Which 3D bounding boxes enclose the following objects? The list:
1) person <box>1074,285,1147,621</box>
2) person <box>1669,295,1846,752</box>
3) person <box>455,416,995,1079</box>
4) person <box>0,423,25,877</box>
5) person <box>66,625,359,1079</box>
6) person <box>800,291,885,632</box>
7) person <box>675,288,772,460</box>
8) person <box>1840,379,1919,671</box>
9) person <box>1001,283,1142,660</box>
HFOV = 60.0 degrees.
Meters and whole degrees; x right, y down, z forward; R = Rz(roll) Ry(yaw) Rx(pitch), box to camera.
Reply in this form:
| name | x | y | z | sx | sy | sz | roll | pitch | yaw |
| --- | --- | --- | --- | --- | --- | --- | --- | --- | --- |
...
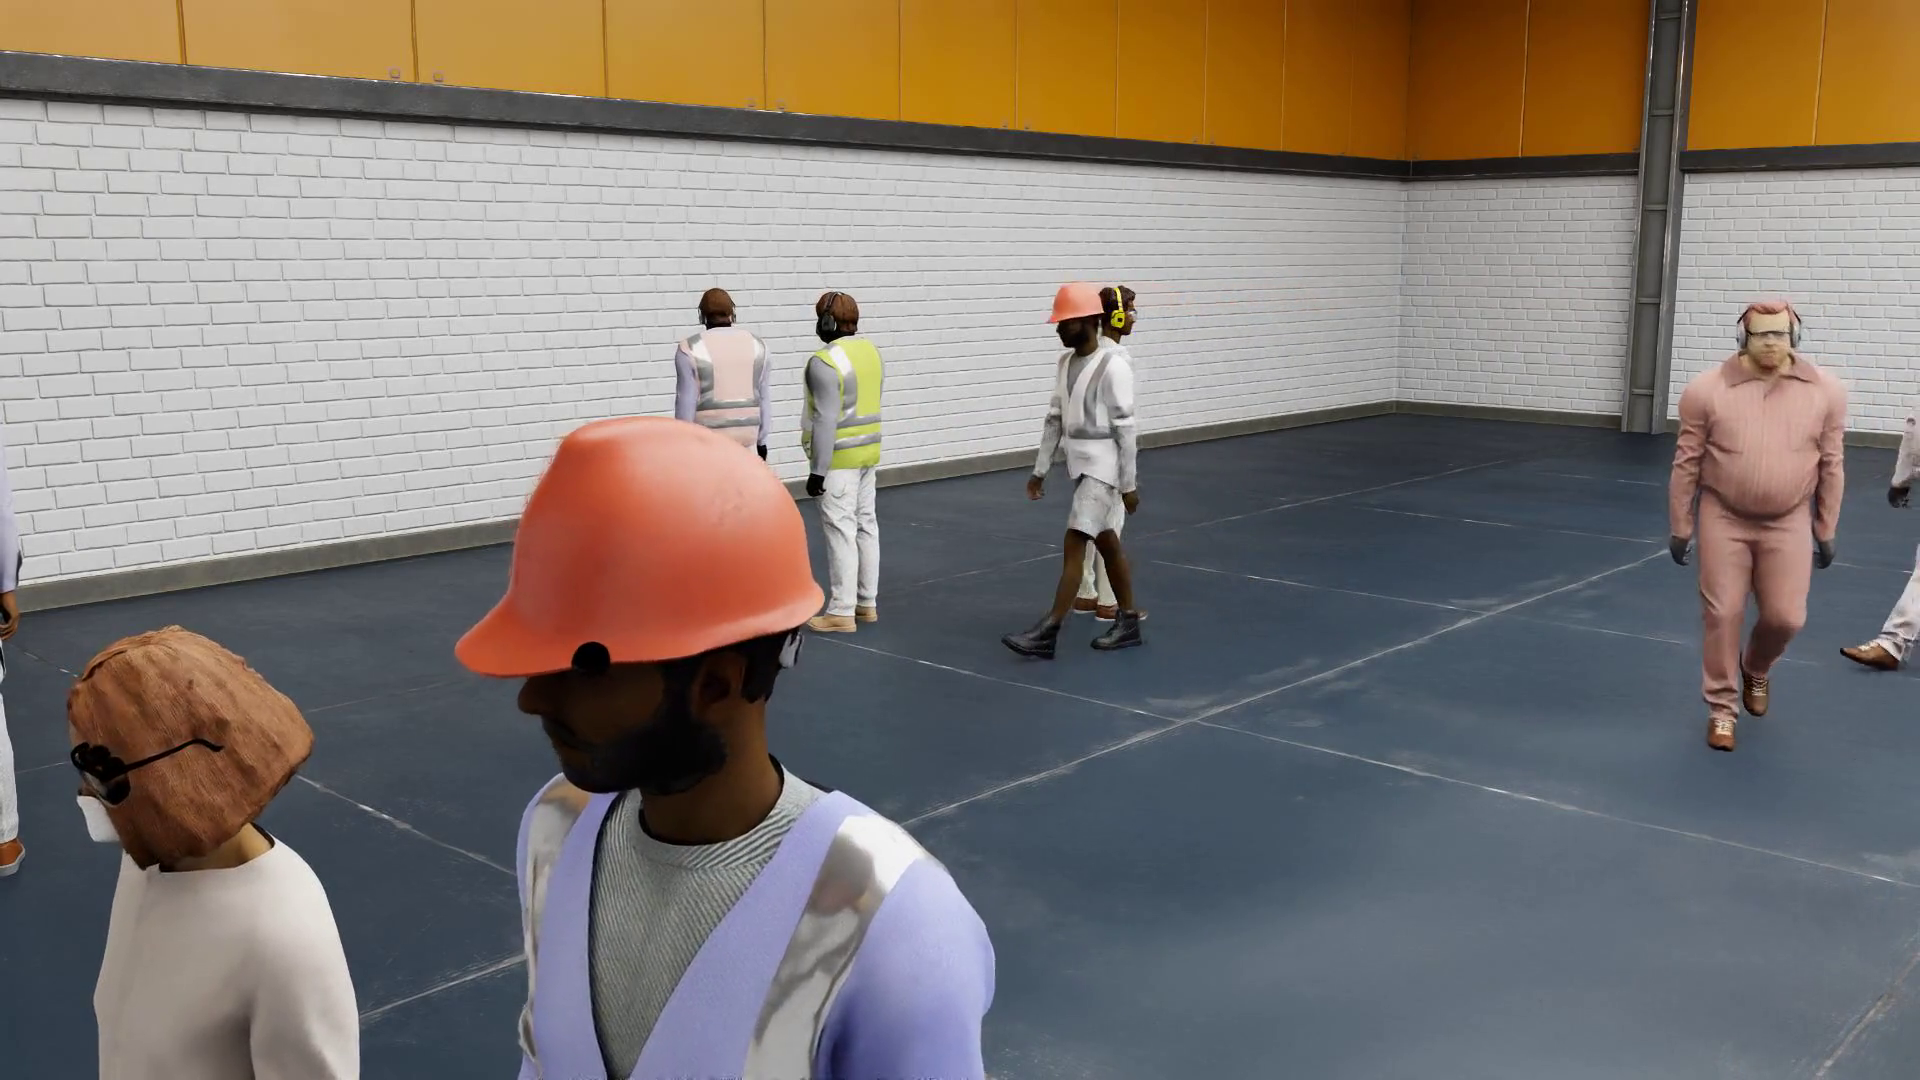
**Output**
| name | x | y | z | sx | sy | sz | roll | pitch | yaw |
| --- | --- | --- | --- | --- | --- | --- | --- | --- | --- |
| person | 0.834 | -0.482 | 9.317 | 0.310 | 1.868 | 0.532 | -5 | 11 | -25 |
| person | 3.312 | -0.079 | 6.969 | 0.663 | 1.884 | 0.538 | 3 | 10 | 18 |
| person | -0.233 | 0.846 | 1.567 | 0.548 | 1.934 | 0.375 | 7 | 12 | 36 |
| person | -3.353 | 0.175 | 5.350 | 0.602 | 1.948 | 0.385 | -8 | 13 | -38 |
| person | -0.919 | 0.905 | 2.087 | 0.498 | 1.633 | 0.279 | 9 | 13 | 41 |
| person | -0.650 | -0.420 | 9.041 | 0.430 | 1.844 | 0.624 | 5 | 11 | 26 |
| person | -1.432 | -0.586 | 9.991 | 0.626 | 1.840 | 0.430 | -7 | 12 | -33 |
| person | 4.811 | -0.268 | 8.152 | 0.983 | 1.844 | 0.746 | 1 | 10 | 4 |
| person | 0.567 | -0.338 | 8.420 | 0.927 | 1.889 | 0.541 | -4 | 11 | -23 |
